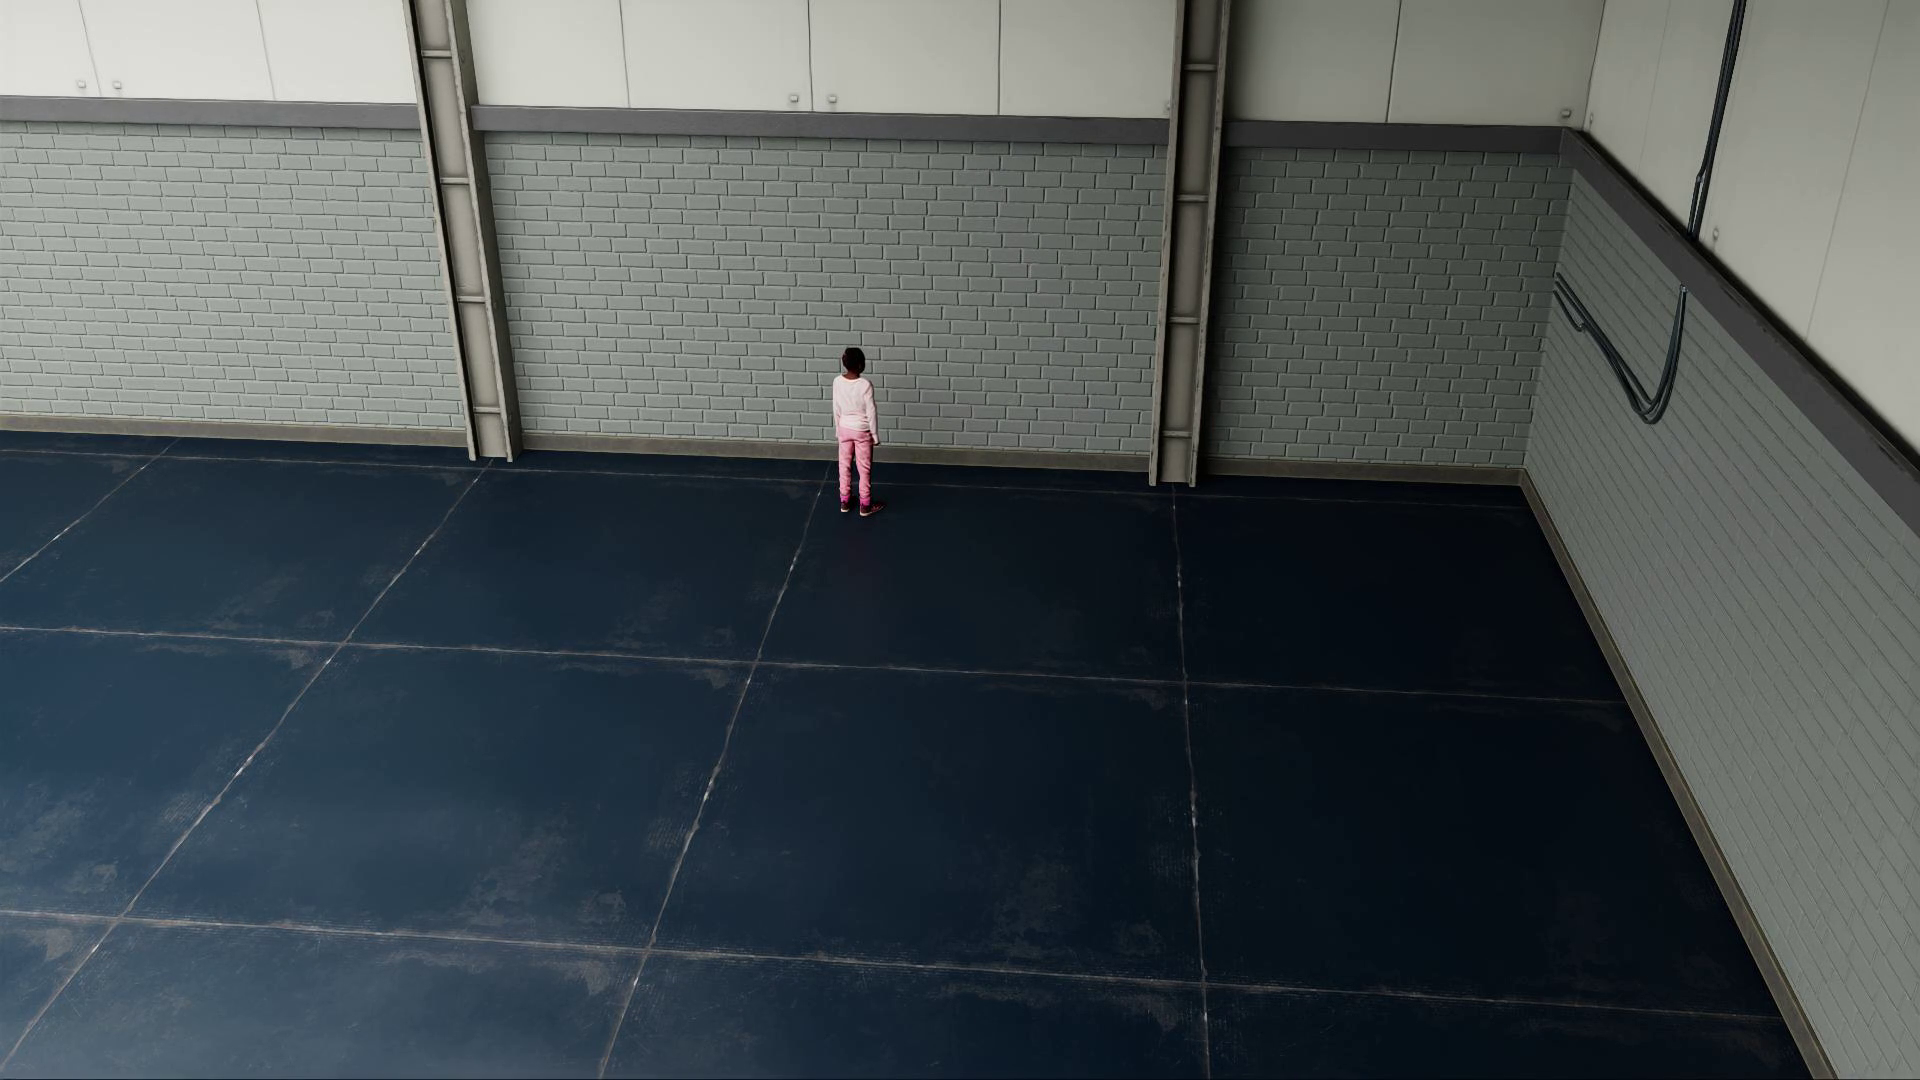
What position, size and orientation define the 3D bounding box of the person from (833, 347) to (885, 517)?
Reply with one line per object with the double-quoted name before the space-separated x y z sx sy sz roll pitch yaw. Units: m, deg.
"person" -0.851 -0.904 13.537 0.539 1.444 0.673 13 30 23
